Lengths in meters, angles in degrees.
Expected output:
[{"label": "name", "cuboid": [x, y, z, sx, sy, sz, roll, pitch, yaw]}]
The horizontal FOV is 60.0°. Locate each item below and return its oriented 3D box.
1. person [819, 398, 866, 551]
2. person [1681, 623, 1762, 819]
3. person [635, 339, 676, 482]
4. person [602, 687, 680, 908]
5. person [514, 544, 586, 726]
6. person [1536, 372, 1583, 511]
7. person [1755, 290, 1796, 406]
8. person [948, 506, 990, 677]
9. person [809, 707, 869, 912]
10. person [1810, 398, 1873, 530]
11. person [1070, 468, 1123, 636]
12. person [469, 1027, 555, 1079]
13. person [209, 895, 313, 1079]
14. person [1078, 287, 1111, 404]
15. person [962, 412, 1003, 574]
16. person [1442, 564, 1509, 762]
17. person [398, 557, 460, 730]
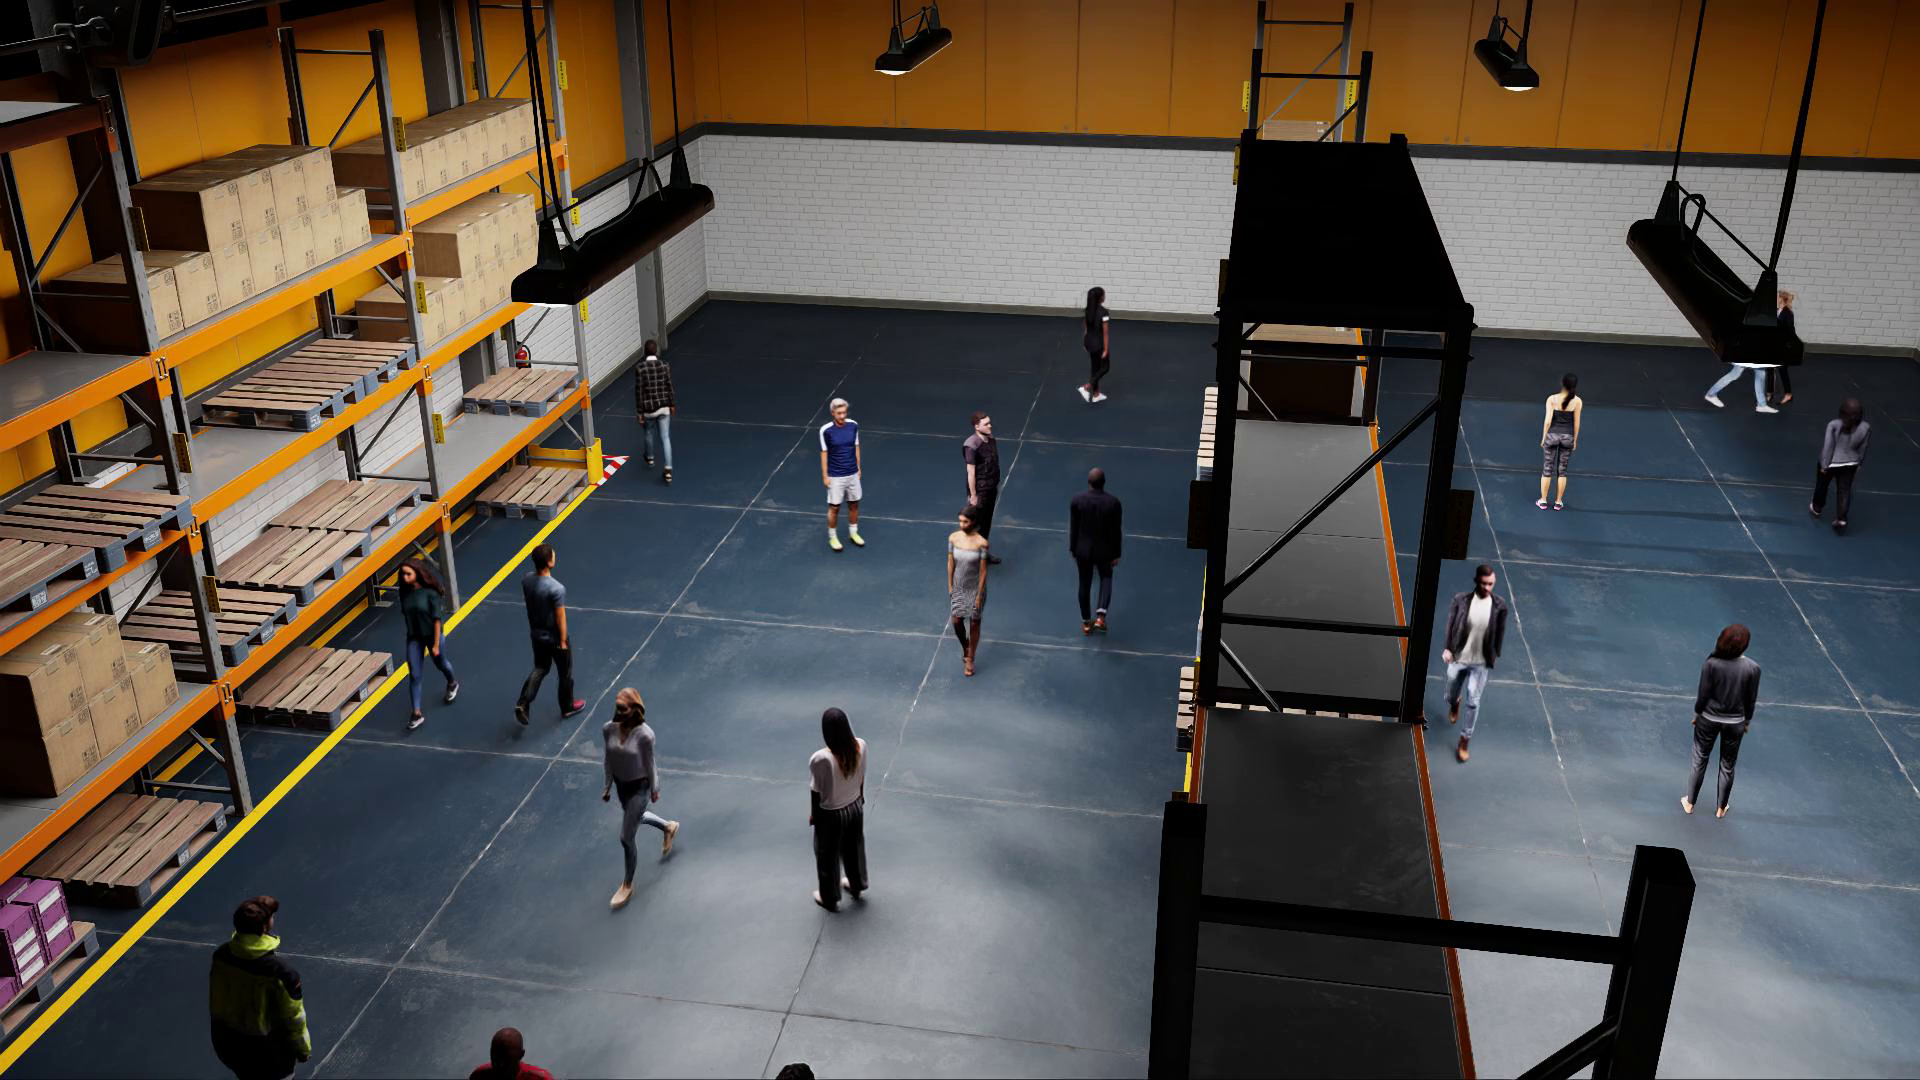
[{"label": "person", "cuboid": [-1.362, -0.779, 19.069, 0.722, 1.829, 0.763, -14, 27, -28]}, {"label": "person", "cuboid": [6.378, 1.504, 13.919, 0.638, 1.771, 0.565, 8, 25, 17]}, {"label": "person", "cuboid": [-3.816, -1.599, 21.019, 1.114, 1.770, 1.300, -9, 25, -21]}, {"label": "person", "cuboid": [-2.516, 1.914, 12.993, 0.847, 1.763, 1.230, 12, 26, 26]}, {"label": "person", "cuboid": [-3.845, 0.901, 15.283, 0.861, 1.784, 1.085, 13, 27, 28]}, {"label": "person", "cuboid": [7.264, -1.203, 20.163, 0.577, 1.730, 0.546, 6, 24, 13]}, {"label": "person", "cuboid": [11.777, -2.694, 23.670, 0.740, 1.653, 0.719, -2, 24, -4]}, {"label": "person", "cuboid": [0.129, 0.475, 16.227, 0.641, 1.809, 0.741, 9, 25, 19]}, {"label": "person", "cuboid": [-0.931, 2.055, 12.777, 0.771, 1.676, 0.853, -20, 31, -38]}, {"label": "person", "cuboid": [10.415, -0.889, 19.642, 0.660, 1.572, 1.011, 4, 24, 8]}, {"label": "person", "cuboid": [1.358, 0.157, 16.953, 0.679, 1.809, 0.684, 4, 24, 9]}, {"label": "person", "cuboid": [-2.476, 3.447, 9.438, 0.744, 1.800, 0.846, 2, 24, 4]}, {"label": "person", "cuboid": [-4.312, 3.089, 10.069, 0.865, 1.950, 0.864, 9, 25, 20]}, {"label": "person", "cuboid": [1.898, -2.747, 23.711, 0.994, 1.718, 0.899, -20, 31, -38]}, {"label": "person", "cuboid": [0.234, -0.552, 18.530, 0.835, 1.846, 0.652, 12, 26, 26]}, {"label": "person", "cuboid": [4.573, 1.032, 14.937, 0.706, 1.822, 0.967, 6, 24, 13]}, {"label": "person", "cuboid": [-4.948, 0.892, 15.565, 0.589, 1.574, 1.069, 4, 24, 8]}]
